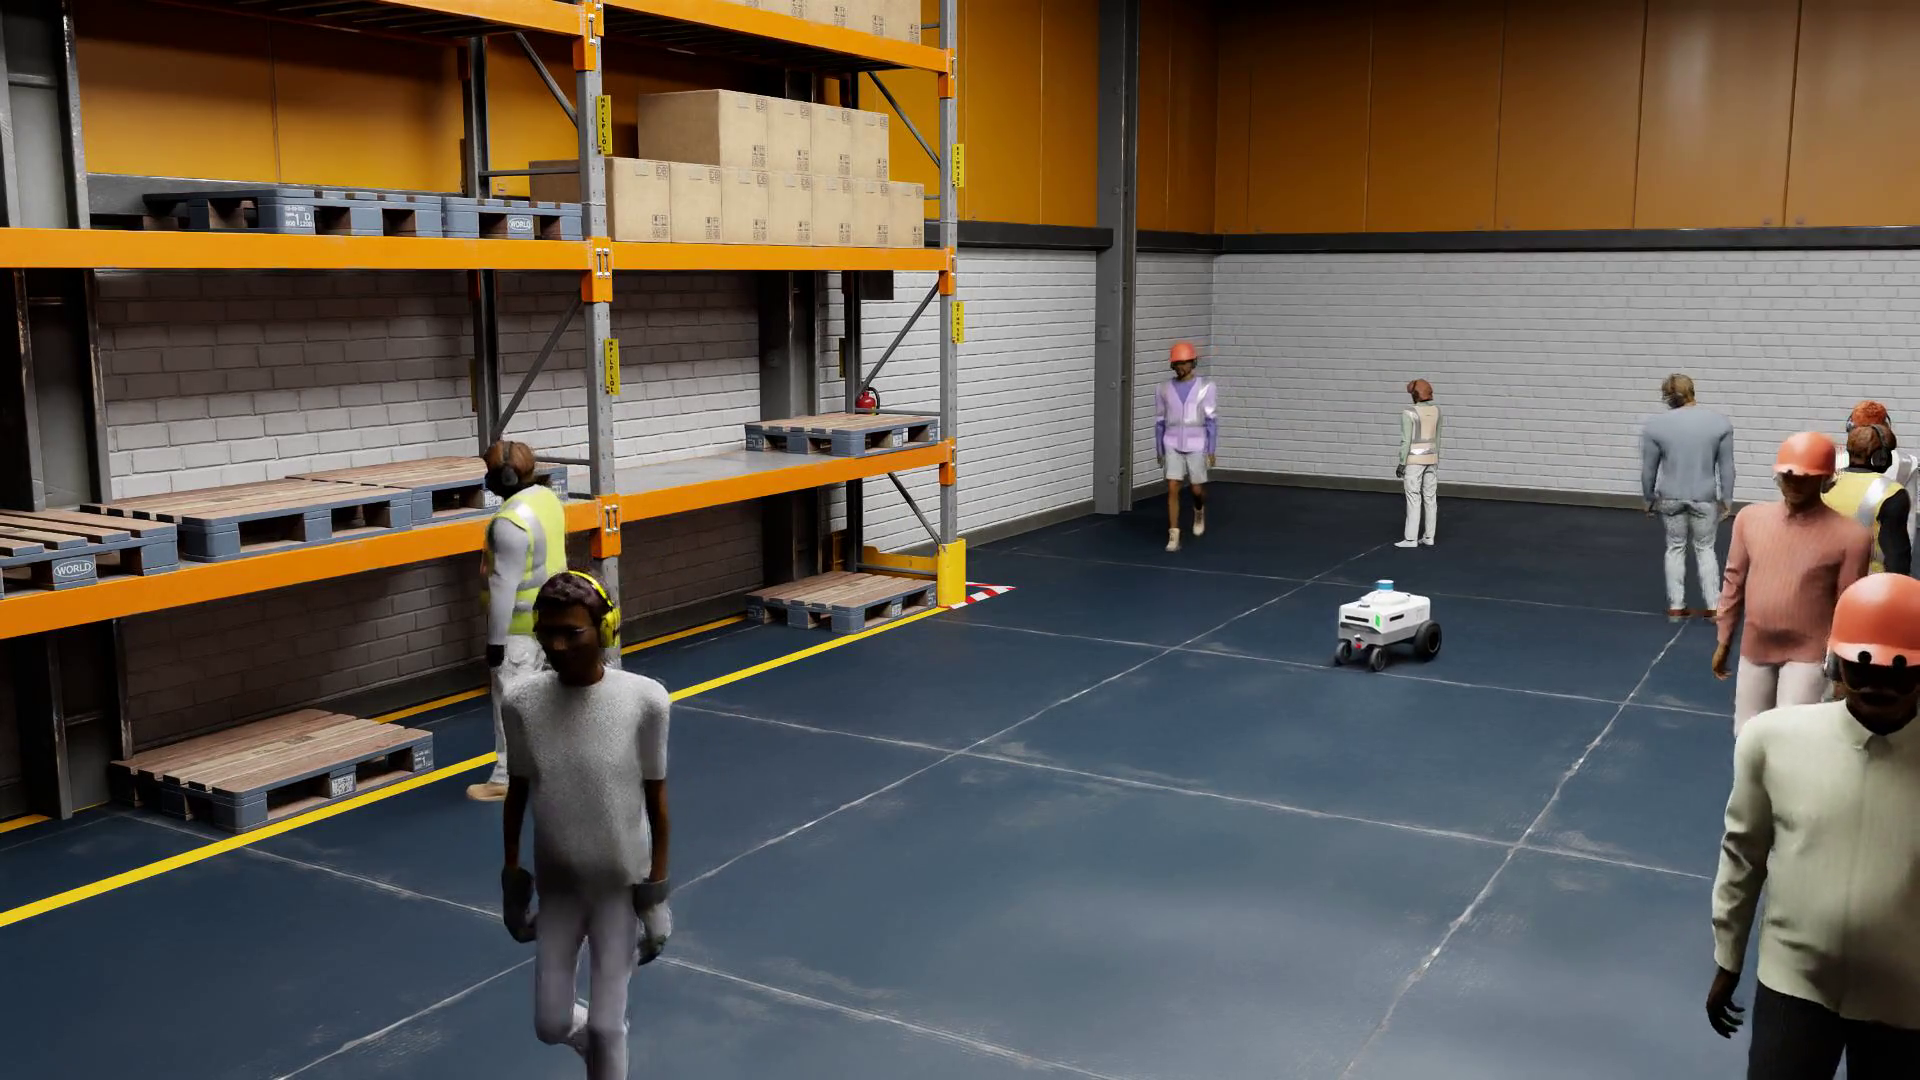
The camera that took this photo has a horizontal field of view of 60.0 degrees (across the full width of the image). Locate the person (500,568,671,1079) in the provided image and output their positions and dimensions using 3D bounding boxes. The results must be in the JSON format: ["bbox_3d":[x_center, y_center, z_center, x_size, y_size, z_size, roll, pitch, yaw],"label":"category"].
[{"bbox_3d":[-1.055,0.974,4.777,0.508,1.848,0.647,1,9,4],"label":"person"}]

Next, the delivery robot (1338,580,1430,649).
[{"bbox_3d":[2.891,0.517,11.327,0.707,0.478,0.477,-9,13,-44],"label":"delivery robot"}]

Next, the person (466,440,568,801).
[{"bbox_3d":[-2.213,0.405,8.345,0.526,1.829,0.665,1,9,7],"label":"person"}]

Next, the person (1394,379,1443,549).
[{"bbox_3d":[4.428,-0.730,16.030,0.511,1.640,0.308,-5,11,-30],"label":"person"}]

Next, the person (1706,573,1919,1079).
[{"bbox_3d":[2.034,1.061,3.782,0.646,1.975,0.672,5,10,29],"label":"person"}]

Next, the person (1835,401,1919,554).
[{"bbox_3d":[5.478,0.106,10.116,0.588,1.893,0.462,2,9,12],"label":"person"}]

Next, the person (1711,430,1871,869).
[{"bbox_3d":[3.761,0.475,7.483,0.769,1.969,0.626,-6,11,-35],"label":"person"}]

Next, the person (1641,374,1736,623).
[{"bbox_3d":[5.499,-0.299,12.567,0.696,1.893,0.460,4,10,22],"label":"person"}]

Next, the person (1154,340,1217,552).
[{"bbox_3d":[2.178,-0.917,16.018,0.615,2.019,0.781,3,10,17],"label":"person"}]

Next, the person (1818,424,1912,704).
[{"bbox_3d":[4.876,0.289,9.038,0.430,1.845,0.624,-3,10,-18],"label":"person"}]
